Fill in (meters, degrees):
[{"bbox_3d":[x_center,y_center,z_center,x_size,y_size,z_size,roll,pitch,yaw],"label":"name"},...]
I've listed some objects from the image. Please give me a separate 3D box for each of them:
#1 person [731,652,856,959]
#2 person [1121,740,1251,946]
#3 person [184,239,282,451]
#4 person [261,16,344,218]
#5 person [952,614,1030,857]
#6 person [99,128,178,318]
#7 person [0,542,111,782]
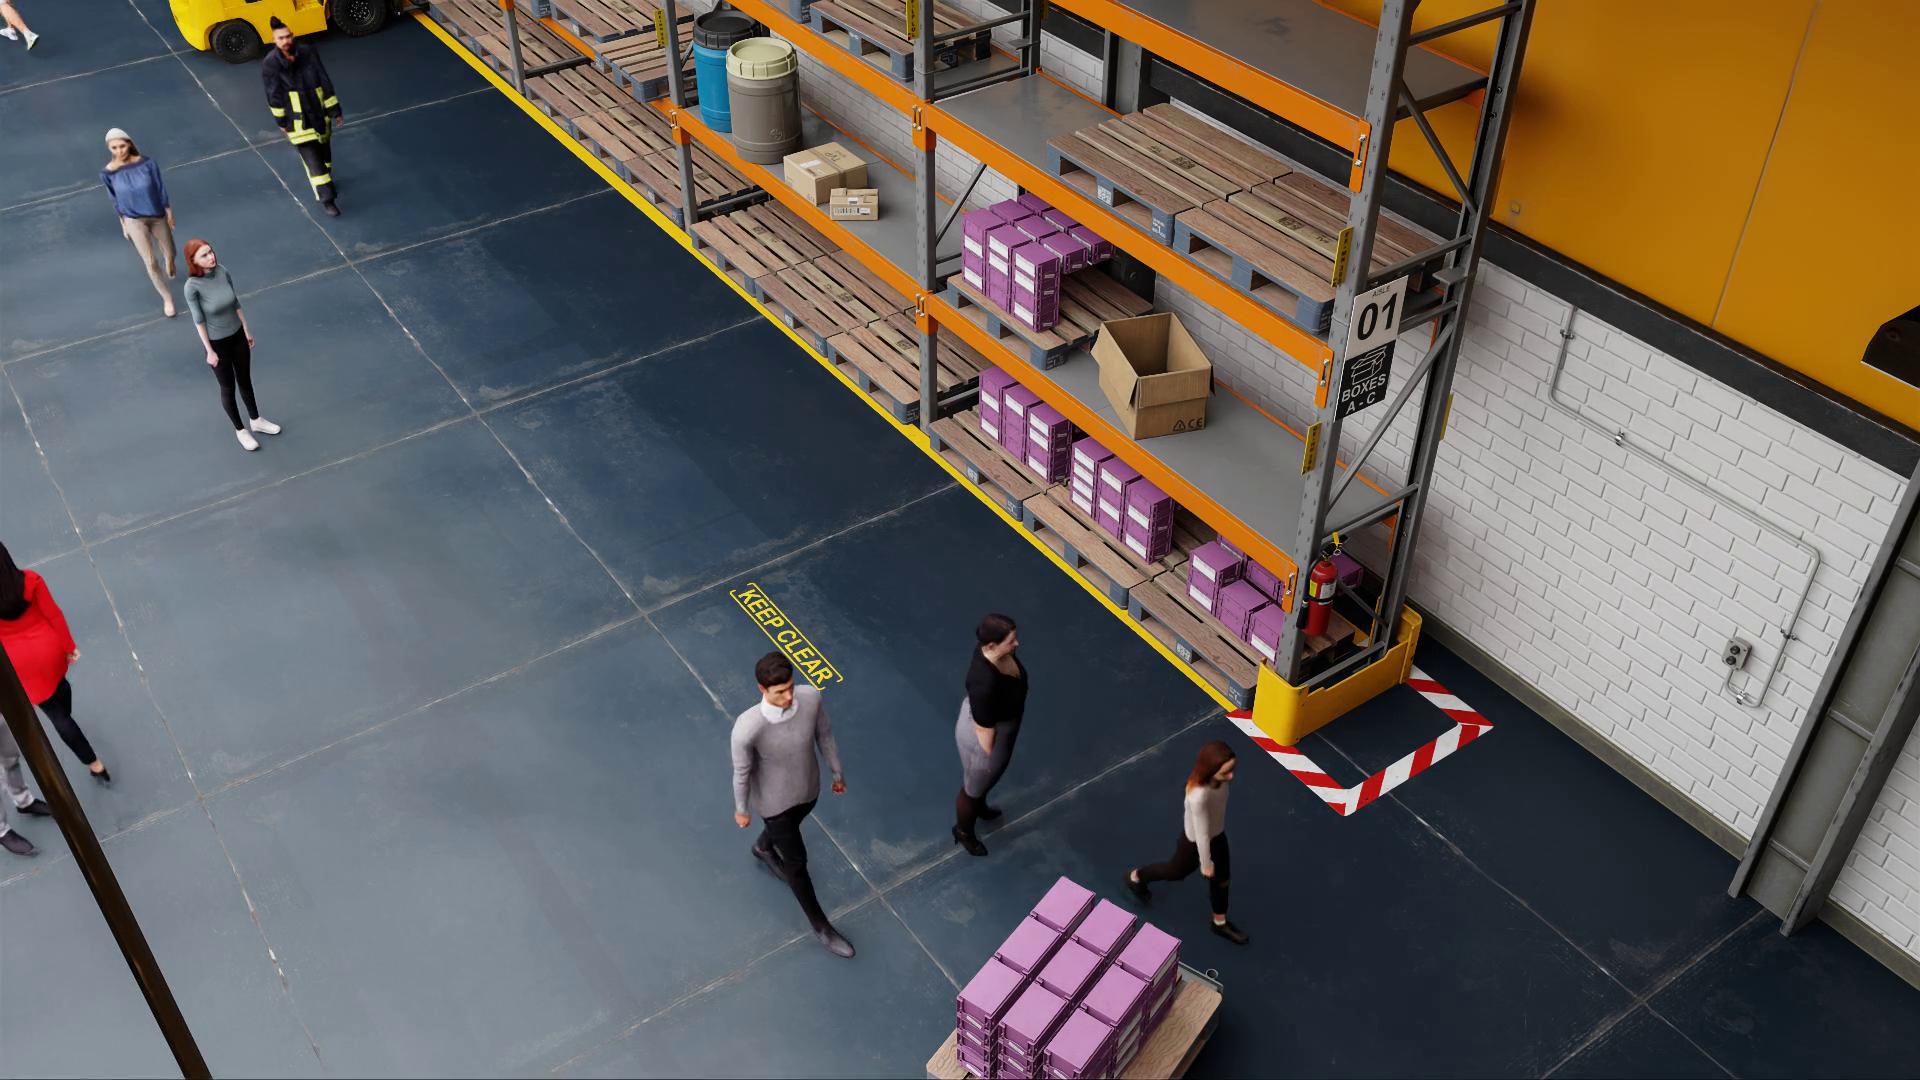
[{"bbox_3d":[-0.990,1.312,9.027,0.883,1.877,1.278,-30,47,-32],"label":"person"},{"bbox_3d":[1.227,1.596,9.011,1.081,1.452,0.797,22,44,25],"label":"person"},{"bbox_3d":[-5.588,-1.503,12.663,0.681,1.738,0.664,18,42,21],"label":"person"},{"bbox_3d":[-6.235,-4.089,15.832,0.802,1.824,1.151,-27,46,-30],"label":"person"},{"bbox_3d":[0.133,1.086,9.411,0.856,1.751,0.800,8,39,10],"label":"person"},{"bbox_3d":[-7.011,-2.772,14.302,0.701,1.676,0.965,-17,42,-20],"label":"person"},{"bbox_3d":[-5.442,0.764,9.863,0.698,1.689,1.069,-30,47,-32],"label":"person"}]
